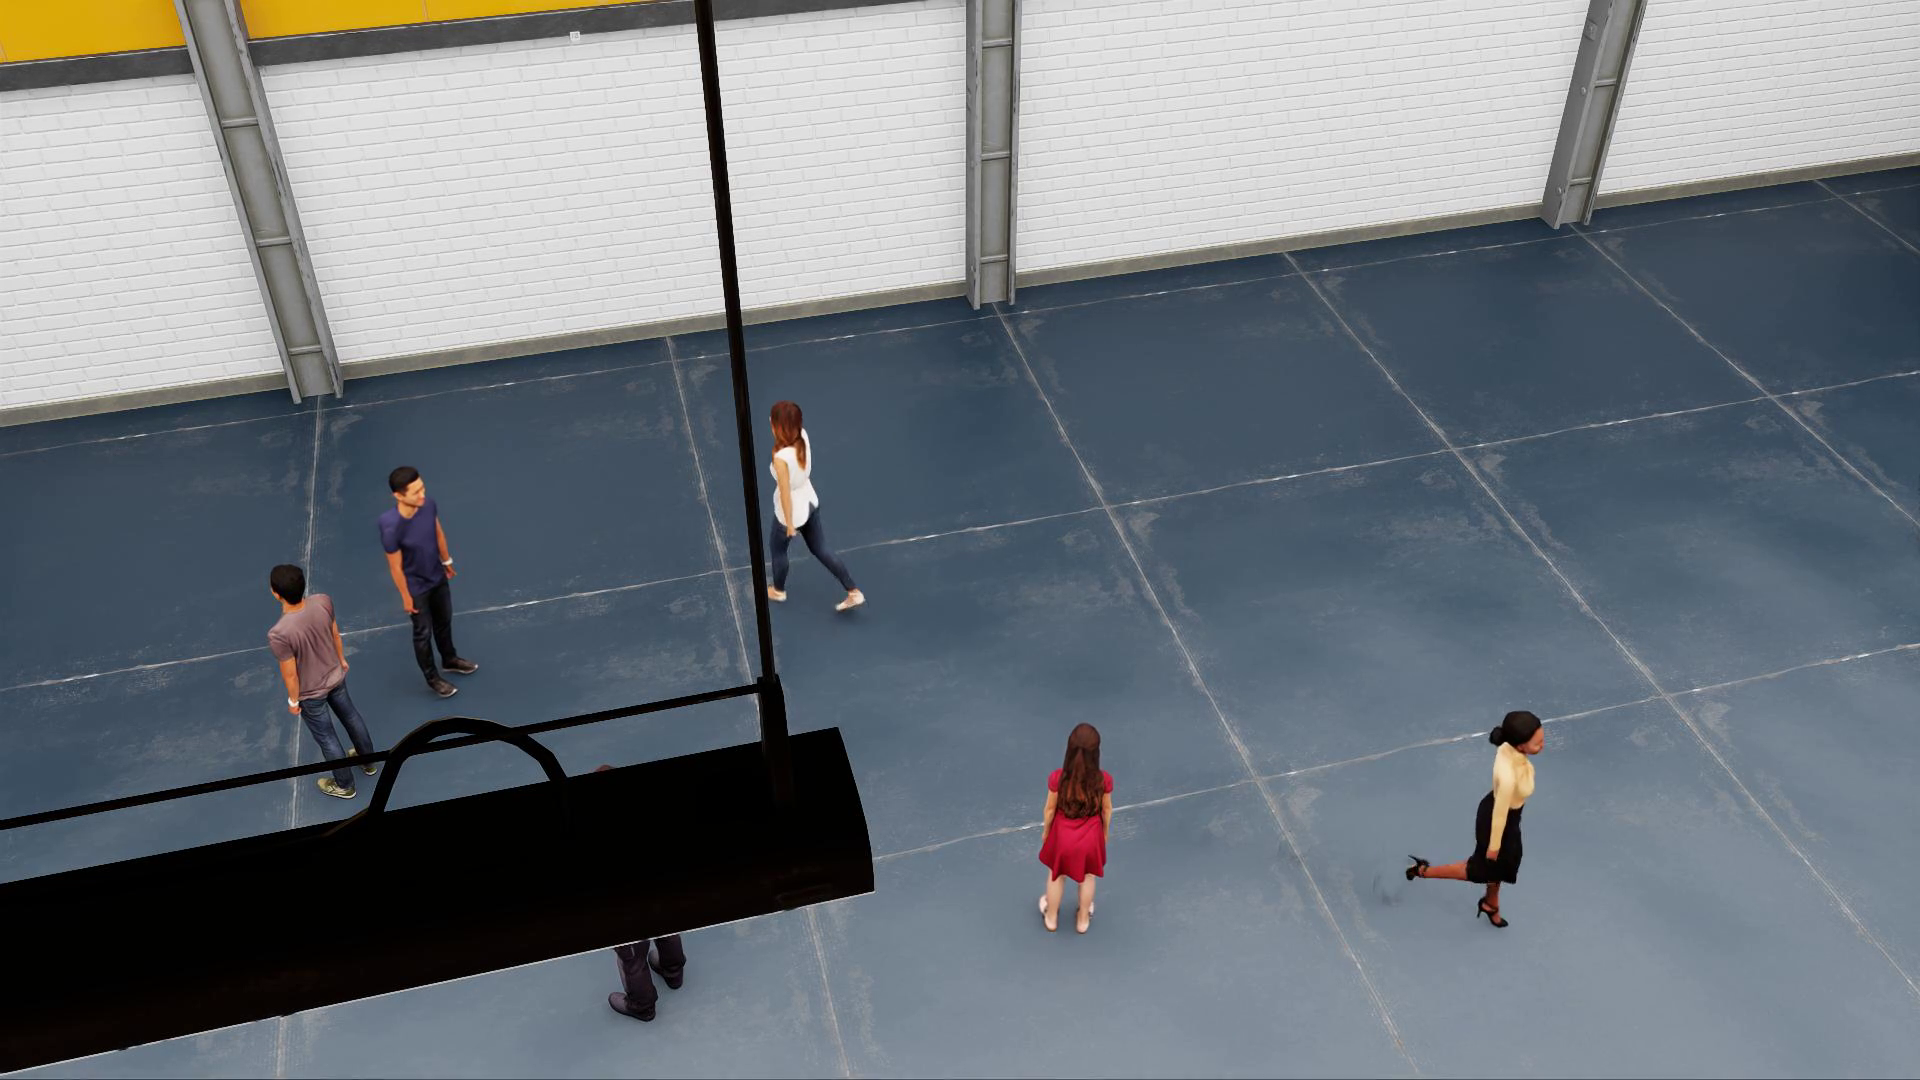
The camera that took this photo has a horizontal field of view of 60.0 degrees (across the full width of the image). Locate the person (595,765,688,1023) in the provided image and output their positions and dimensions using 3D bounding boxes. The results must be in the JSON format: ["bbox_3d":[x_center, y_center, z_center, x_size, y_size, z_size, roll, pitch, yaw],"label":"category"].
[{"bbox_3d":[-1.741,1.872,8.871,0.844,1.839,0.768,22,44,25],"label":"person"}]

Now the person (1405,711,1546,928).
[{"bbox_3d":[2.962,1.587,9.390,0.970,1.637,0.872,14,41,17],"label":"person"}]

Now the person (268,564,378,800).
[{"bbox_3d":[-3.921,0.859,10.188,0.755,1.779,0.710,17,42,20],"label":"person"}]

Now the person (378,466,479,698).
[{"bbox_3d":[-3.554,0.248,10.946,0.767,1.787,0.720,18,42,21],"label":"person"}]

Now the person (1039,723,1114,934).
[{"bbox_3d":[0.651,1.648,9.383,0.599,1.551,0.669,-2,39,-2],"label":"person"}]

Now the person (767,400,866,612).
[{"bbox_3d":[-1.036,-0.194,11.528,1.127,1.751,1.007,16,41,19],"label":"person"}]
